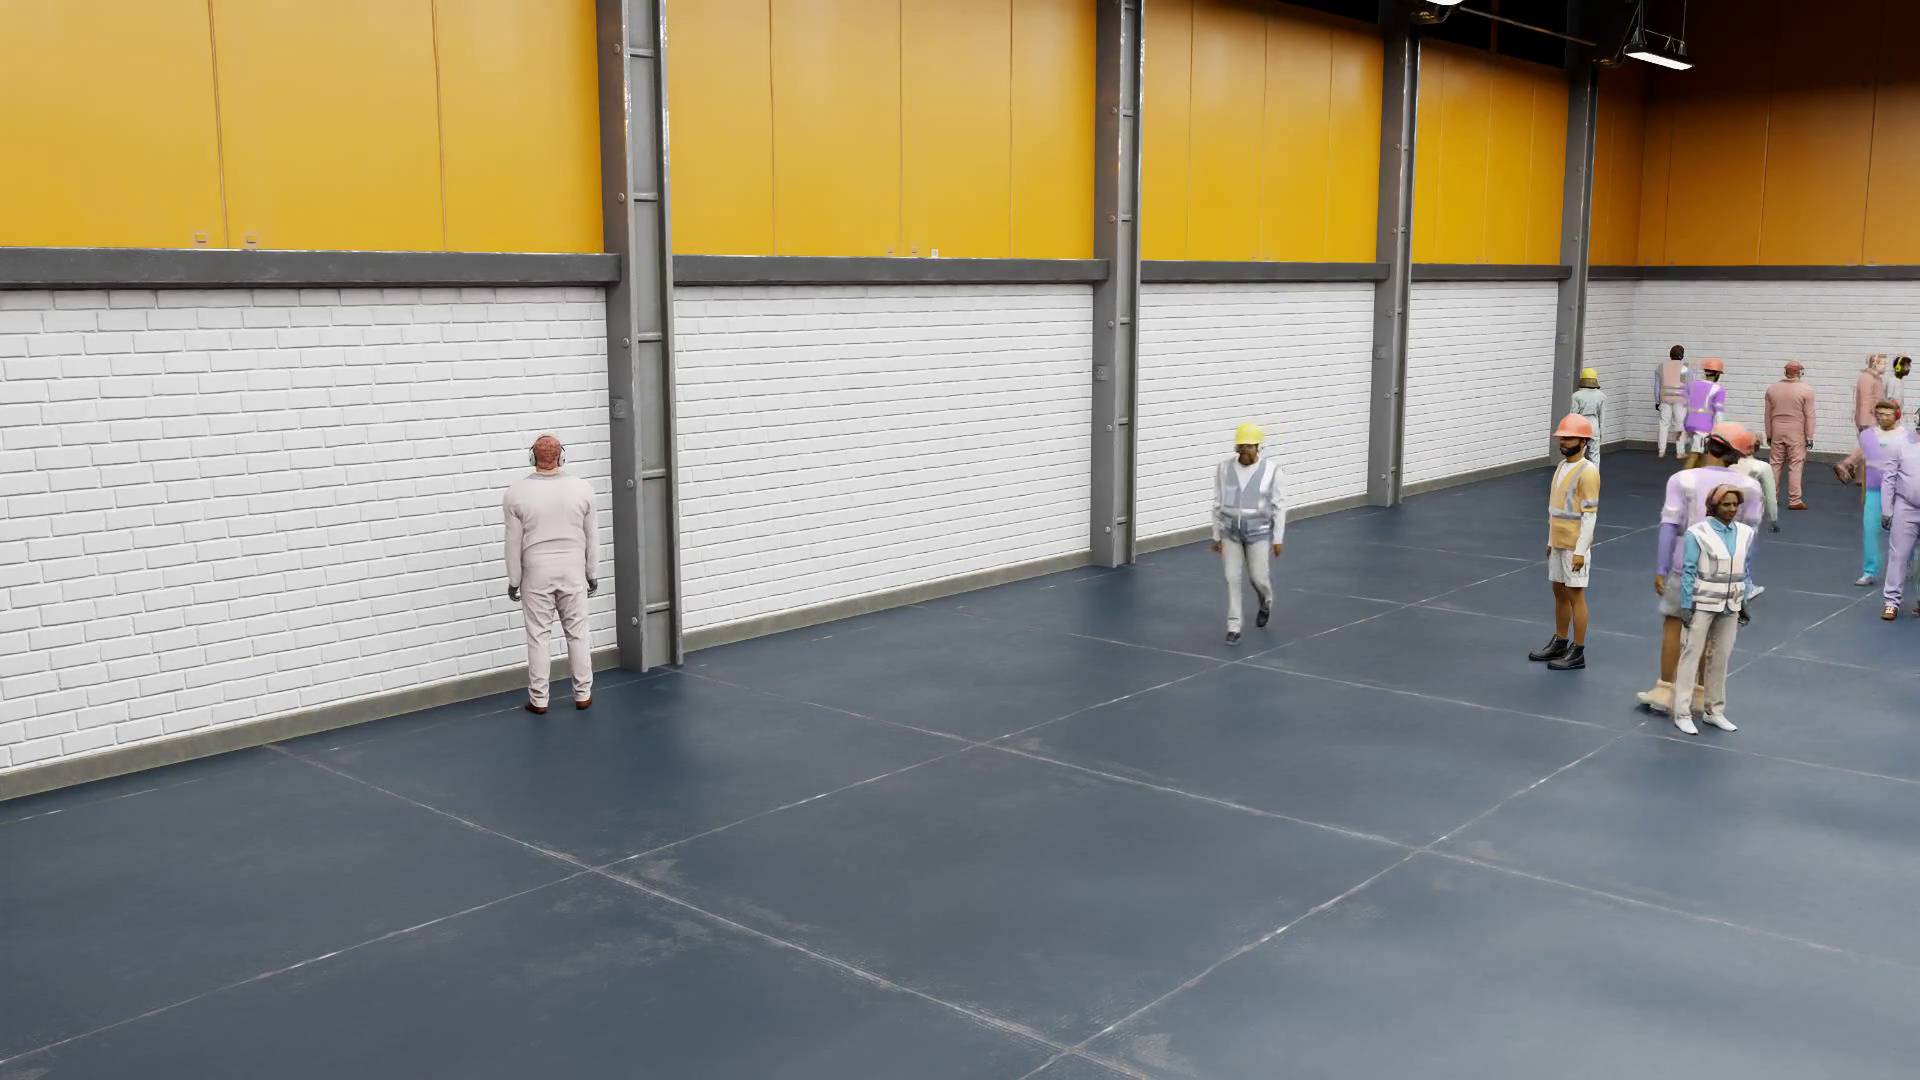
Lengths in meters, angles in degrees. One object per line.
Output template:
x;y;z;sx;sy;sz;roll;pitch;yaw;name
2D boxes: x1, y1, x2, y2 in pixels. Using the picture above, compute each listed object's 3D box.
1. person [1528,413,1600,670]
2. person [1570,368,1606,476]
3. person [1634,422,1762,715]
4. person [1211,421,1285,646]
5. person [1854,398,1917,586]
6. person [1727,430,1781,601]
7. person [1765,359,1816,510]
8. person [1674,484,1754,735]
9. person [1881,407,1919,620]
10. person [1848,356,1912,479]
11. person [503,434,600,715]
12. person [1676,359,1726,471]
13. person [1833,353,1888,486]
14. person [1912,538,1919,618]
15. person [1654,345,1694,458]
4.601;0.012;12.595;0.347;1.942;0.545;-1;9;-7;person
8.432;-1.452;22.428;0.484;1.737;0.318;-1;9;-5;person
5.054;0.192;11.305;0.676;1.991;0.527;2;9;11;person
2.344;-0.070;13.518;0.602;1.816;0.615;4;10;24;person
8.994;-0.469;16.035;0.828;1.809;0.625;-6;11;-34;person
7.047;-0.174;14.850;0.849;1.596;0.518;-4;10;-25;person
10.576;-1.339;21.175;0.407;1.913;0.641;-6;11;-34;person
4.907;0.445;10.820;0.517;1.639;0.314;-2;9;-15;person
8.262;-0.239;14.280;0.643;1.908;0.408;4;10;22;person
13.290;-1.732;23.897;0.537;1.834;0.846;-8;12;-43;person
-2.775;0.233;11.319;0.641;1.909;0.409;-4;10;-23;person
9.985;-1.504;22.409;0.961;1.864;0.563;-5;10;-27;person
12.692;-1.673;23.318;0.523;1.891;0.661;7;11;36;person
8.560;-0.260;14.497;0.691;1.884;0.903;7;12;38;person
11.647;-2.251;27.119;0.621;1.845;0.429;8;12;39;person
